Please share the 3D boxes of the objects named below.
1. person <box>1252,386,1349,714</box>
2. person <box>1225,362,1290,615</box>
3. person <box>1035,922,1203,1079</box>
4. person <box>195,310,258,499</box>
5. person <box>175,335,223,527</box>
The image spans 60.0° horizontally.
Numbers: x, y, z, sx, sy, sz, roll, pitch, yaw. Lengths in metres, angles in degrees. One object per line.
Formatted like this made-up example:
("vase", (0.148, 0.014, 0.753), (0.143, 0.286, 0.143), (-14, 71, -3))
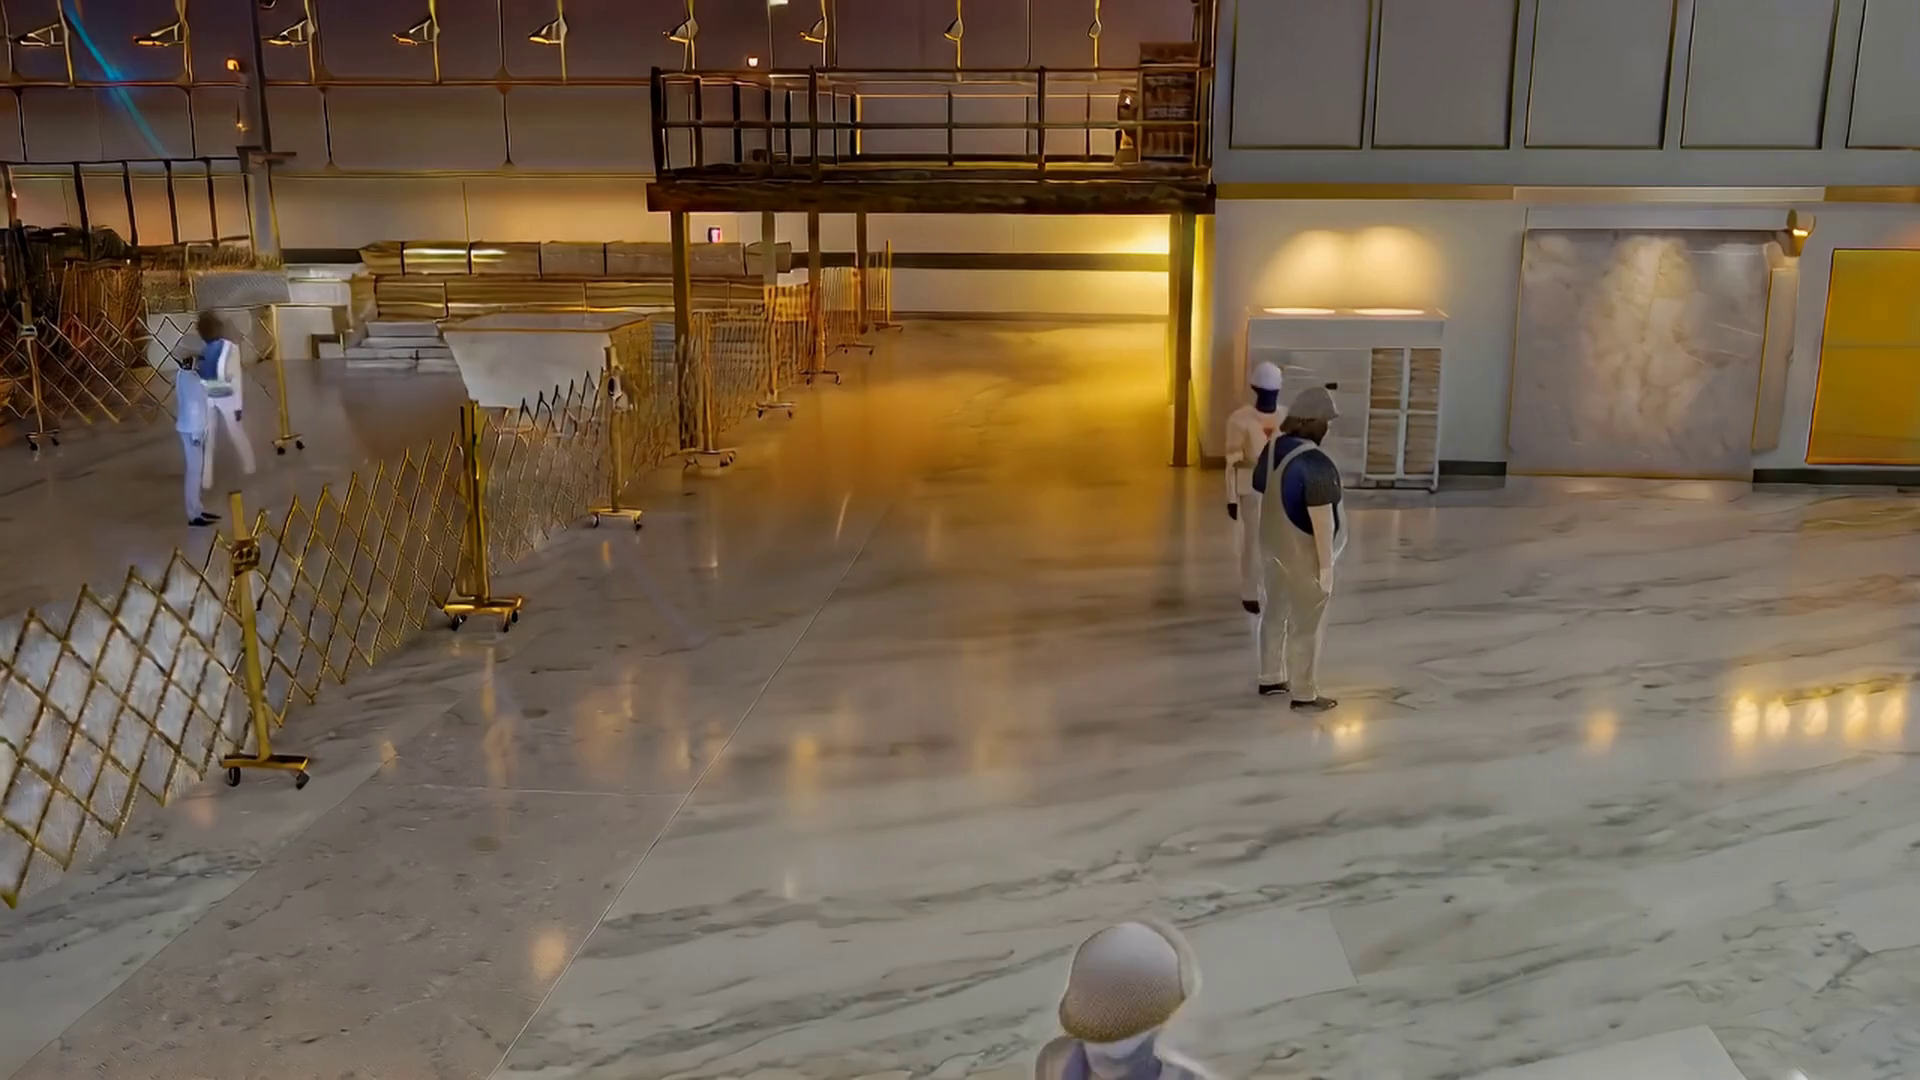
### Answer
("person", (2.150, 0.047, 10.349), (0.536, 2.000, 0.688), (-6, 15, -23))
("person", (2.253, -0.365, 12.303), (0.607, 1.905, 0.514), (-3, 14, -13))
("person", (0.414, 1.718, 3.780), (0.548, 1.919, 0.717), (12, 18, 40))
("person", (-7.385, -1.370, 16.591), (0.596, 1.835, 0.973), (2, 14, 10))
("person", (-6.970, -0.996, 15.205), (0.348, 1.756, 0.518), (-5, 15, -19))
